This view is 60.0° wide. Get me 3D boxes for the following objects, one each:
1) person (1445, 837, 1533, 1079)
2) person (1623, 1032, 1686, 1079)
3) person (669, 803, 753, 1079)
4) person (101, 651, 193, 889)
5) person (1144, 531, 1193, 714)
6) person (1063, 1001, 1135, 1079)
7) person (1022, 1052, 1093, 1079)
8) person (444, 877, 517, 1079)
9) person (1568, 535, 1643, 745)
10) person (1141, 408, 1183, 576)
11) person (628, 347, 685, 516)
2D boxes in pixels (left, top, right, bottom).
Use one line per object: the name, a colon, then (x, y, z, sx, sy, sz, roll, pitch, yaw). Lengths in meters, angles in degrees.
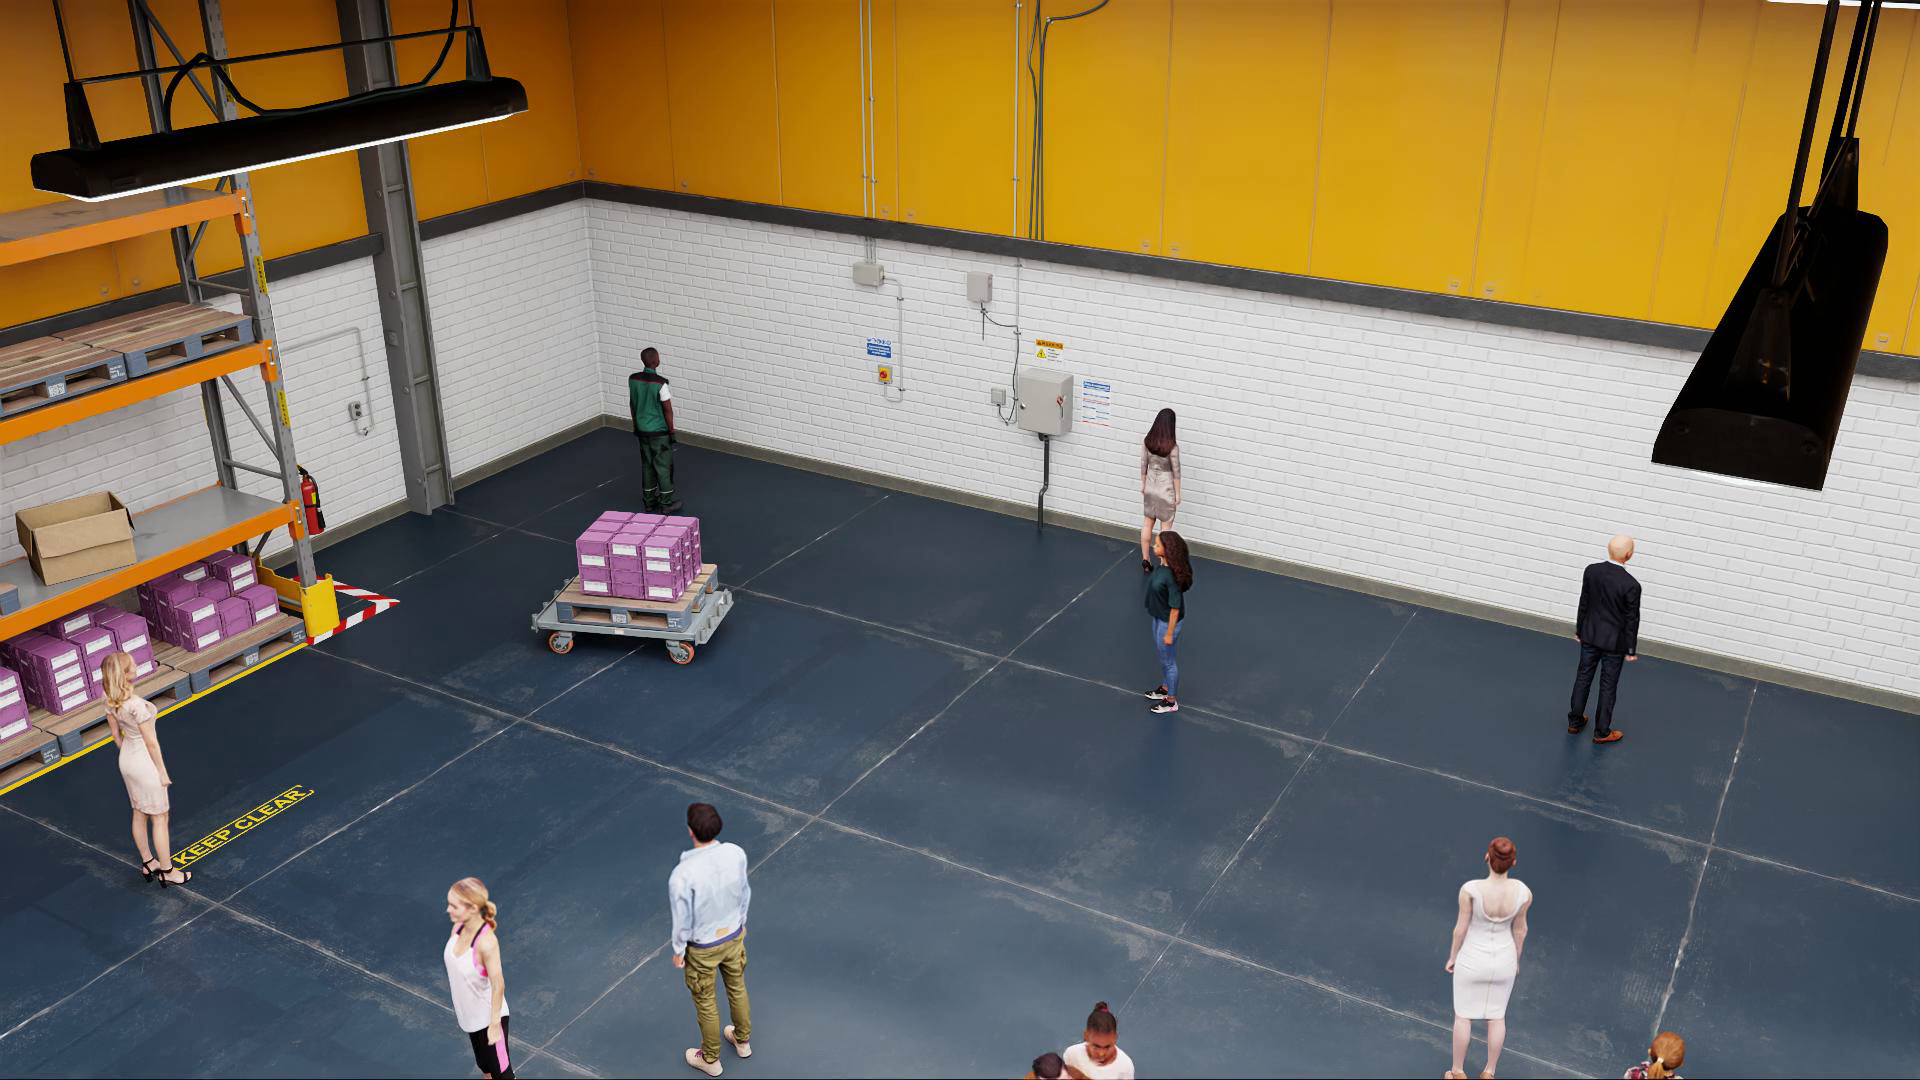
person: (3.031, 2.463, 9.608, 0.643, 1.793, 0.626, 2, 24, 4)
person: (3.615, 3.117, 8.719, 0.547, 1.306, 0.539, 10, 26, 22)
person: (-1.463, 2.349, 9.845, 0.615, 1.812, 0.797, -20, 31, -38)
person: (-5.692, 1.593, 11.551, 0.570, 1.830, 0.485, 13, 27, 27)
person: (1.736, 0.675, 13.918, 0.768, 1.615, 0.683, -1, 24, -1)
person: (0.712, 3.014, 8.804, 0.764, 1.427, 0.938, 3, 24, 7)
person: (0.425, 3.159, 7.974, 0.987, 1.826, 1.052, -5, 24, -12)
person: (-2.633, 2.627, 9.238, 0.628, 1.788, 0.665, -20, 30, -38)
person: (5.209, 0.787, 13.433, 0.717, 1.800, 0.752, -18, 29, -36)
person: (1.968, -0.464, 16.364, 0.633, 1.744, 0.562, 18, 30, 36)
person: (-3.294, -1.183, 17.891, 0.692, 1.838, 0.592, 11, 26, 24)
